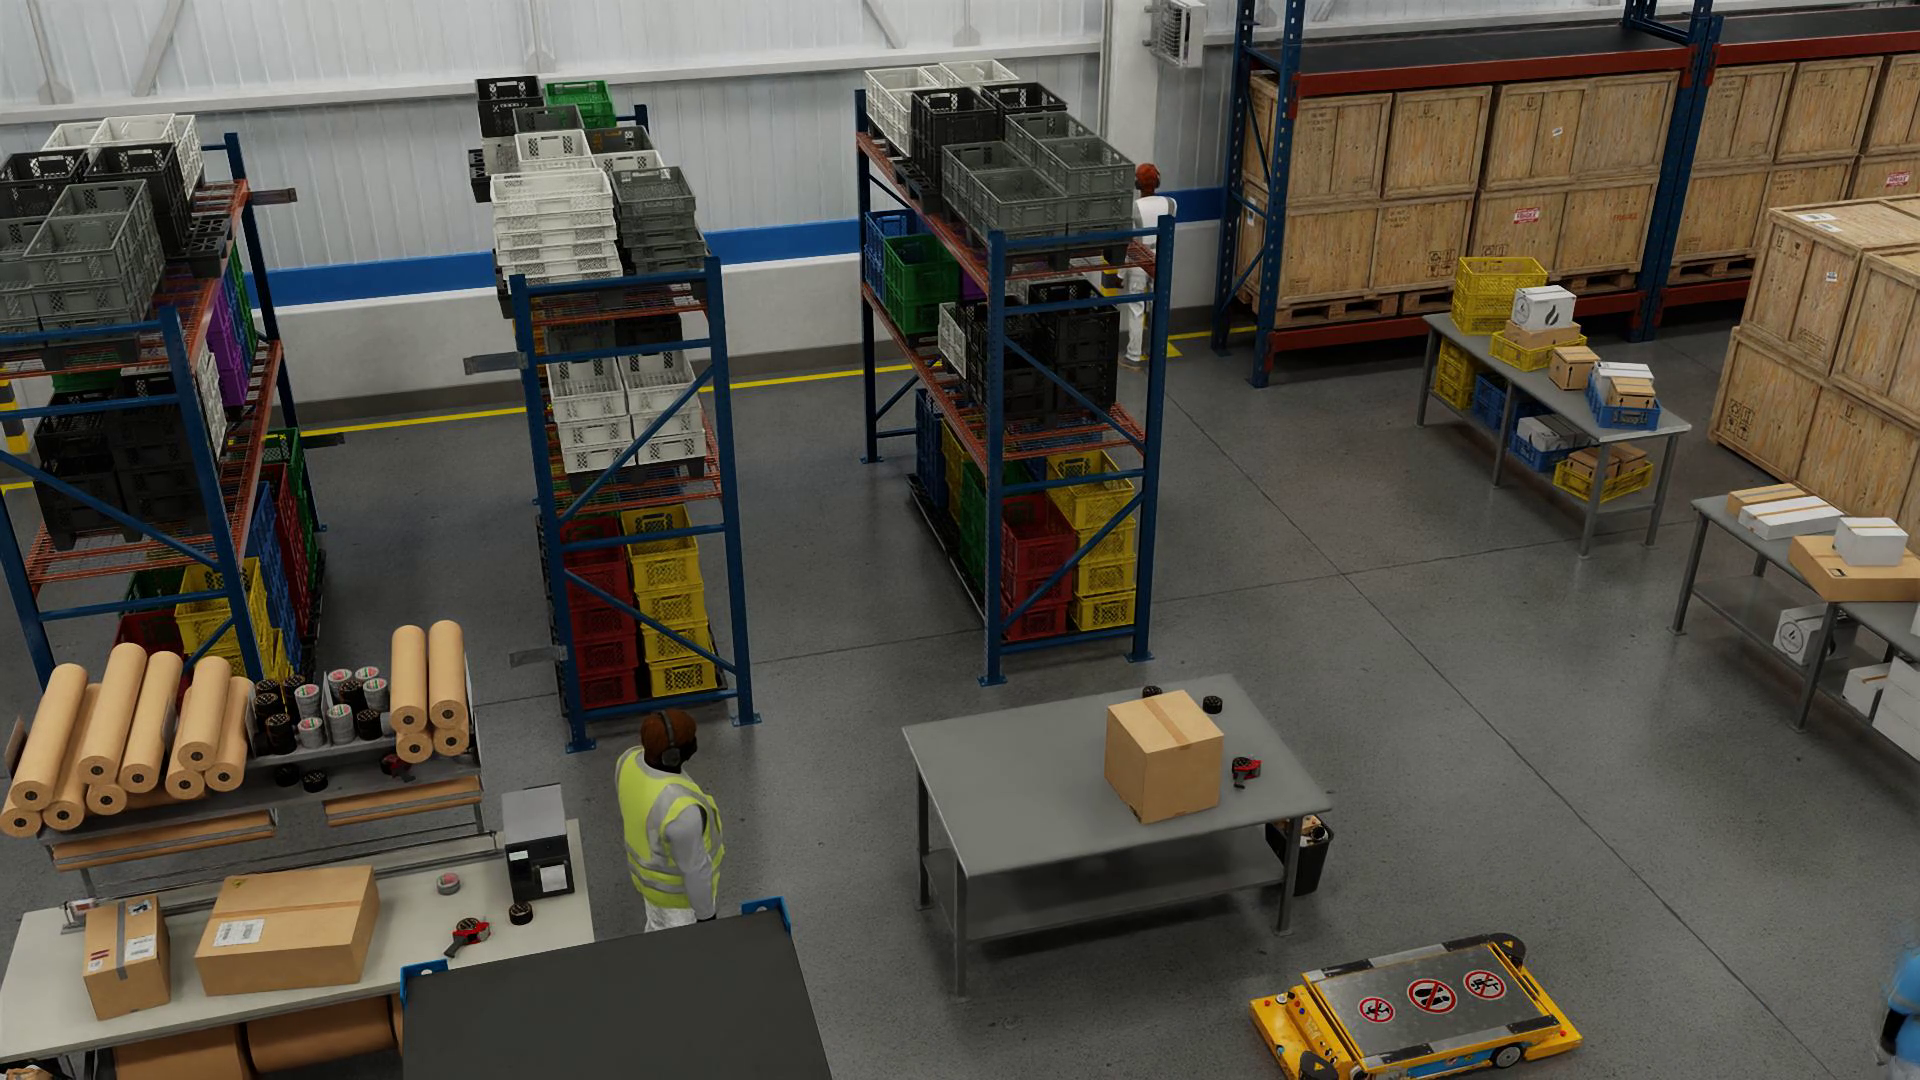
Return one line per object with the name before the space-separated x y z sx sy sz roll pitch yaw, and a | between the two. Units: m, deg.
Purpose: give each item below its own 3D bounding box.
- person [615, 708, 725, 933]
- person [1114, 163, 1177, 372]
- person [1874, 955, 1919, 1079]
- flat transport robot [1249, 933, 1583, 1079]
person | -1.293 1.562 7.672 0.429 1.841 0.634 -20 34 -31
person | 1.652 -2.438 14.909 0.575 1.882 0.361 -13 31 -22
person | 4.055 2.153 6.779 0.545 1.644 0.869 1 29 3
flat transport robot | 2.184 2.282 7.980 1.431 0.197 0.652 -8 30 -14
